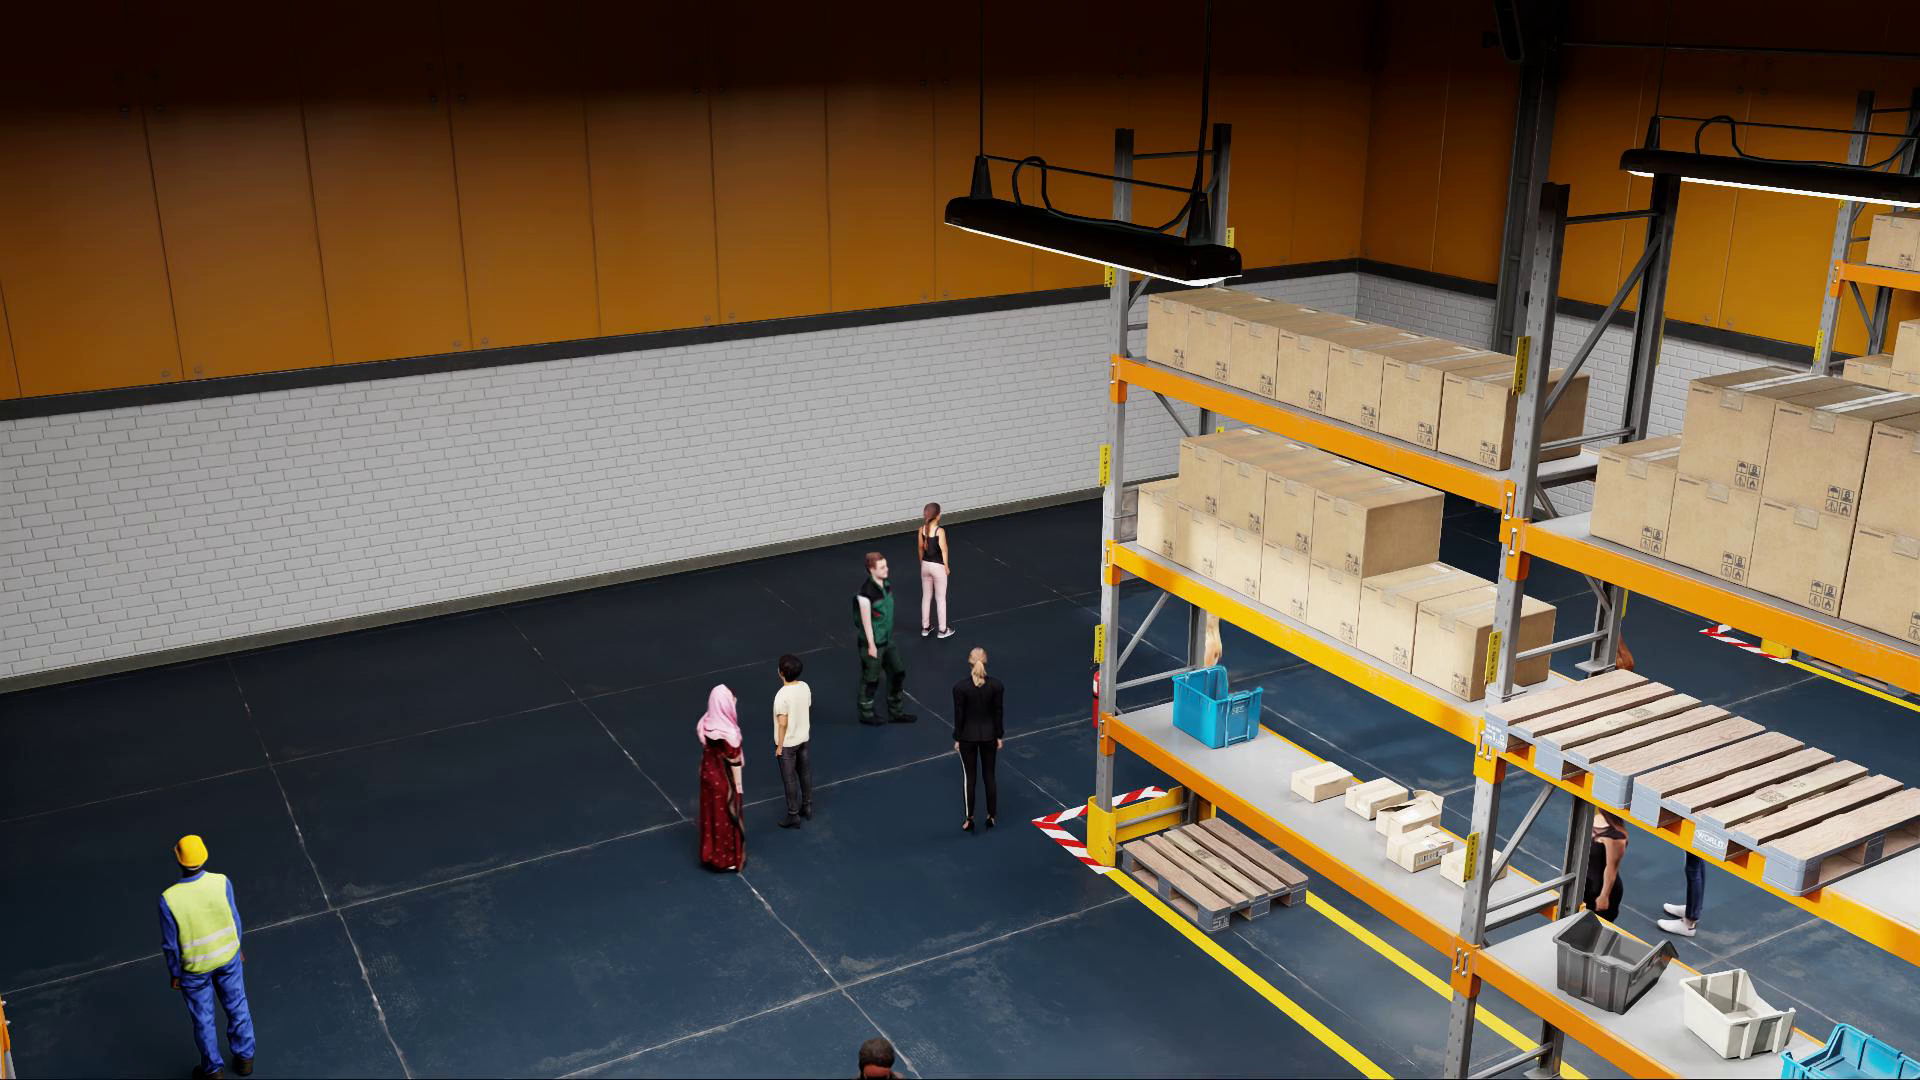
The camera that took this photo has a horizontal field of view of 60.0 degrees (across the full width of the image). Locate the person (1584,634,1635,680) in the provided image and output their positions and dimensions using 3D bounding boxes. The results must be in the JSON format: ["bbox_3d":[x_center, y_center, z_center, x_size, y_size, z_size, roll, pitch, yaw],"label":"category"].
[{"bbox_3d":[5.890,1.507,15.213,0.647,1.500,0.664,-4,19,-12],"label":"person"}]

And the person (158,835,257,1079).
[{"bbox_3d":[-4.971,2.767,10.982,0.718,1.813,0.671,-18,25,-42],"label":"person"}]

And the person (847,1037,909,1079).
[{"bbox_3d":[-0.464,3.449,9.193,0.613,1.661,0.665,-7,20,-21],"label":"person"}]

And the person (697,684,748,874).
[{"bbox_3d":[-1.967,1.952,13.685,0.787,1.631,0.615,-14,23,-36],"label":"person"}]

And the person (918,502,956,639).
[{"bbox_3d":[-0.293,0.325,18.620,0.590,1.565,0.683,10,21,28],"label":"person"}]

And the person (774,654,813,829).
[{"bbox_3d":[-1.450,1.734,14.402,0.621,1.587,0.653,12,22,33],"label":"person"}]

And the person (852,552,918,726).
[{"bbox_3d":[-0.887,0.969,16.301,0.978,1.826,0.901,8,20,23],"label":"person"}]

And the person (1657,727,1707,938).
[{"bbox_3d":[5.667,2.182,12.755,0.673,1.790,0.658,12,22,33],"label":"person"}]

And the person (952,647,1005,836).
[{"bbox_3d":[0.158,1.720,14.254,0.676,1.707,0.658,-3,19,-9],"label":"person"}]
